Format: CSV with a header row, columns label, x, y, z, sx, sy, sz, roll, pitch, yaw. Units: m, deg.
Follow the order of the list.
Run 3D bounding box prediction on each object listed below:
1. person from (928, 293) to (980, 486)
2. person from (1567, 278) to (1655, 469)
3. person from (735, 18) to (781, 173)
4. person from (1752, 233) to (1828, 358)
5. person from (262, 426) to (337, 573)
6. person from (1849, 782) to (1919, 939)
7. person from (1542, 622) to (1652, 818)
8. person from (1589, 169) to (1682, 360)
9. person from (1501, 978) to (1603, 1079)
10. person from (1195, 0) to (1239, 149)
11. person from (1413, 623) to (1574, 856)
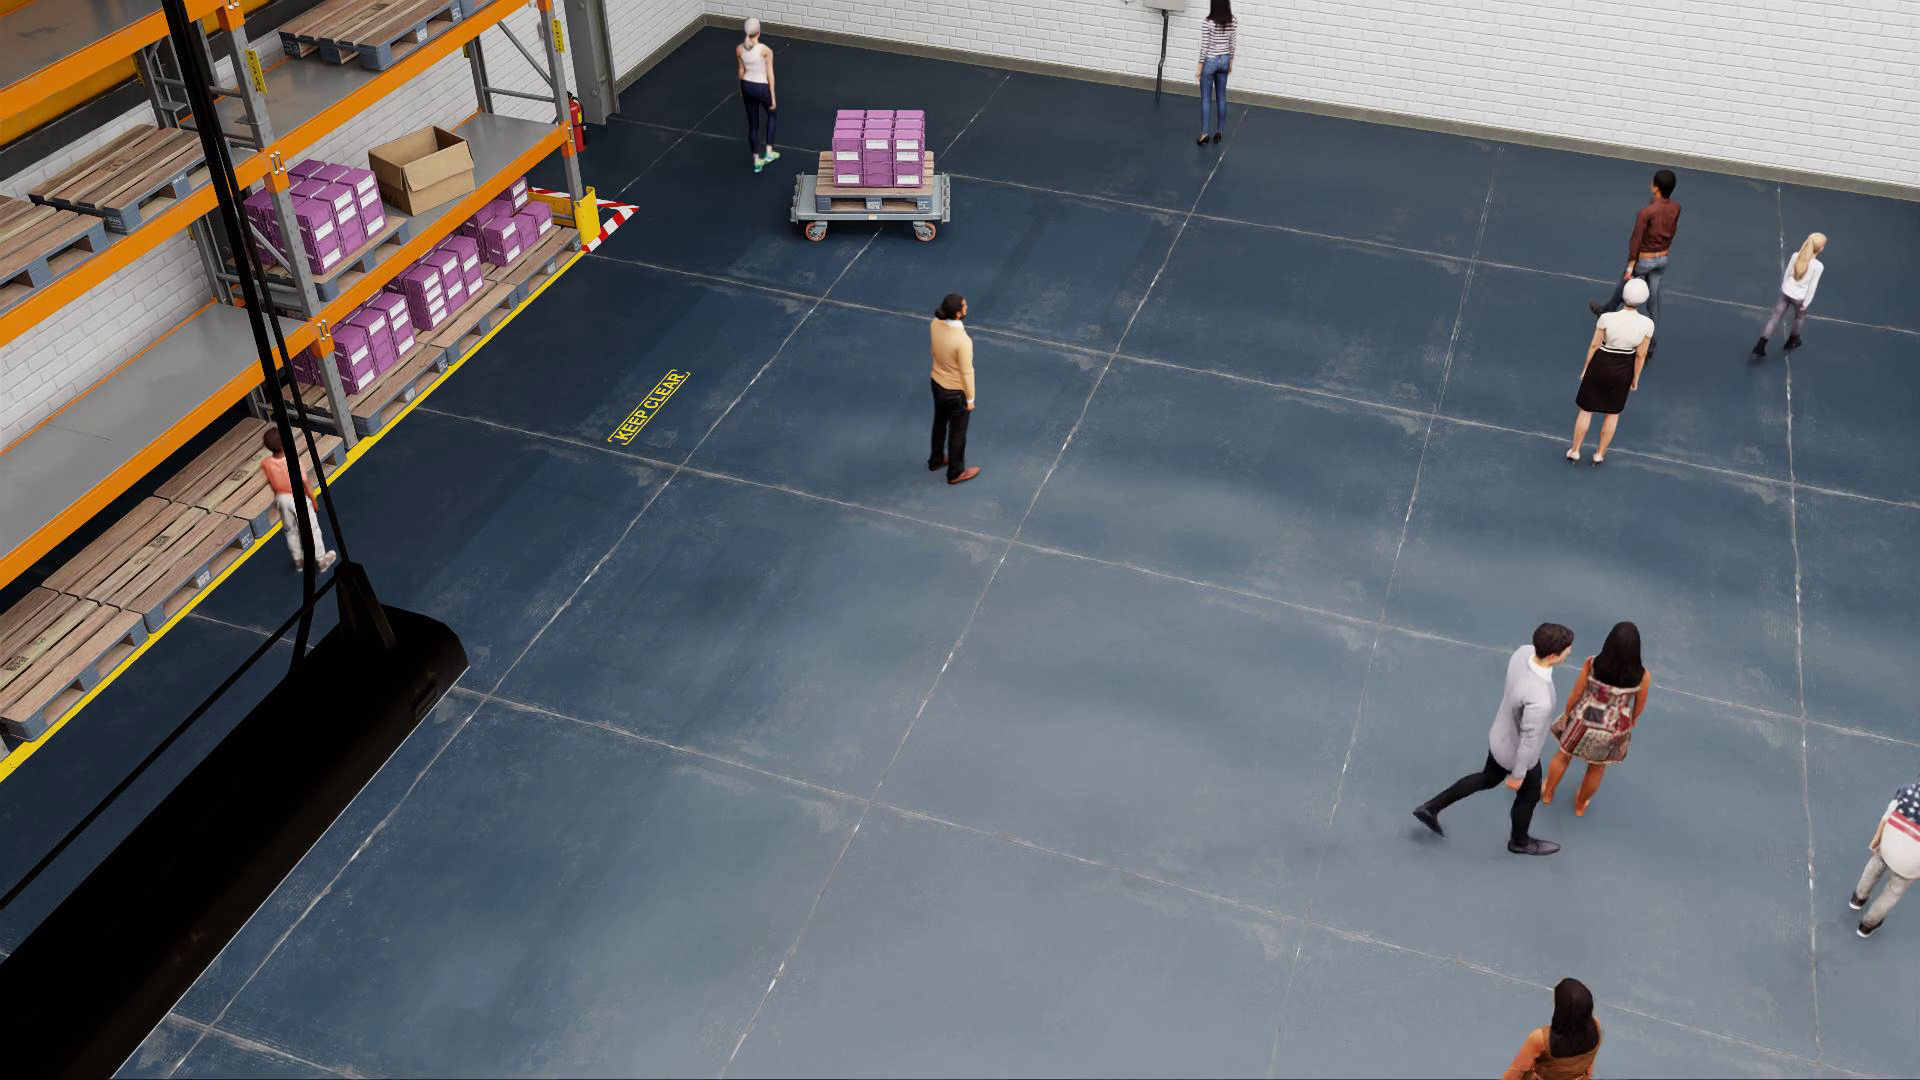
label,x,y,z,sx,sy,sz,roll,pitch,yaw
person,-0.072,-1.252,13.627,0.772,1.755,0.754,-25,45,-28
person,5.377,-1.361,13.768,0.625,1.749,0.555,8,39,10
person,-2.246,-4.813,18.138,0.635,1.690,0.683,10,40,12
person,7.599,-2.217,15.234,0.956,1.258,0.801,-25,45,-28
person,-5.131,-0.308,12.802,0.536,1.309,0.541,2,39,3
person,5.664,1.866,9.988,0.717,1.424,0.651,-26,45,-29
person,4.104,1.190,10.660,0.667,1.643,0.575,14,41,17
person,6.329,-2.473,15.186,1.123,1.718,1.271,-9,40,-11
person,3.056,2.903,8.495,0.798,1.668,0.867,-13,40,-16
person,2.859,-5.293,18.656,0.675,1.794,0.709,-12,40,-14
person,3.364,1.255,10.362,1.064,1.913,1.240,1,39,1
